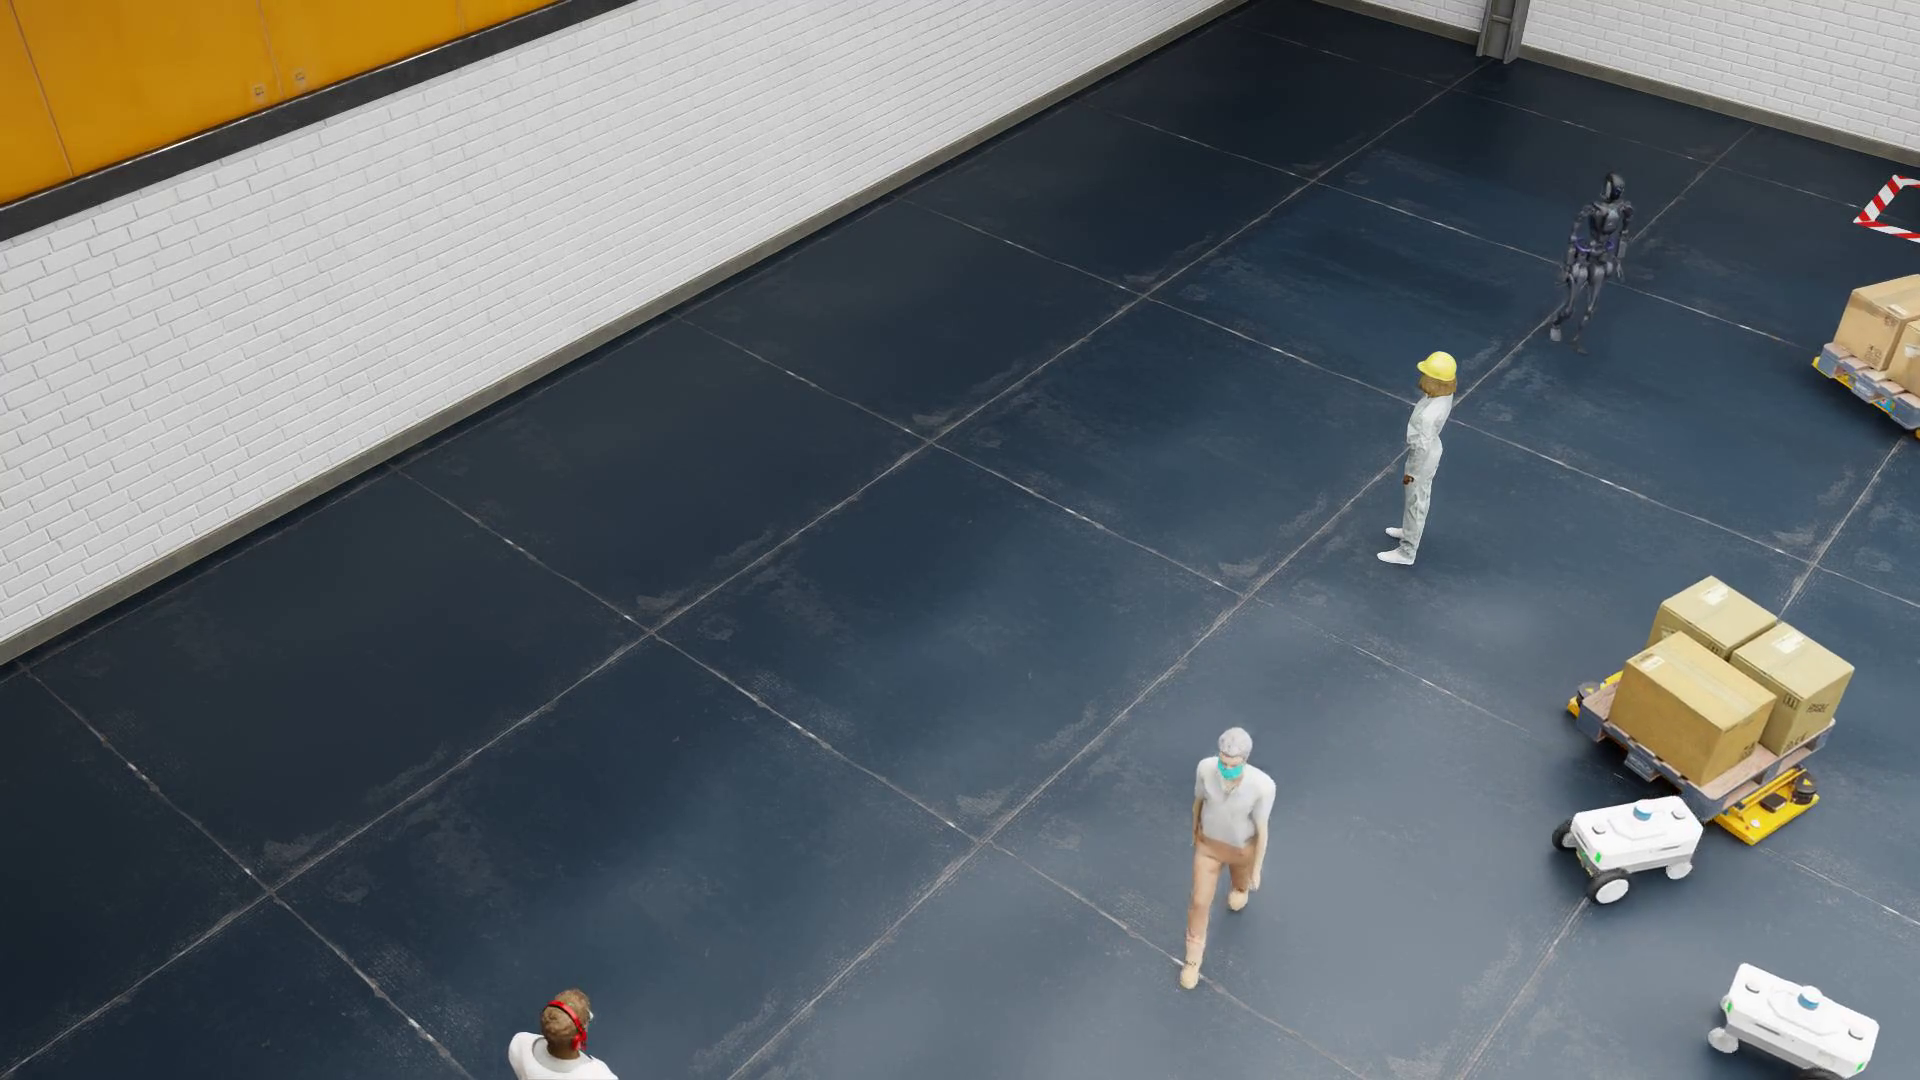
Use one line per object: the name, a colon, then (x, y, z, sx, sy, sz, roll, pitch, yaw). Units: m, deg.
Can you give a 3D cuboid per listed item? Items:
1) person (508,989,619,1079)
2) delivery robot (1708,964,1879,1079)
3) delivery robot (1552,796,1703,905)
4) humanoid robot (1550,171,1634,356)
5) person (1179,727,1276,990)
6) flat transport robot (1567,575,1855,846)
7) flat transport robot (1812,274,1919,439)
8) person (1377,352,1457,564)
person: (-1.738, 2.734, 7.650, 0.566, 1.832, 0.409, 17, 42, 20)
delivery robot: (4.434, 2.587, 8.836, 0.757, 0.580, 0.499, 23, 44, 26)
delivery robot: (3.960, 1.789, 9.853, 0.815, 0.614, 0.499, -8, 40, -10)
humanoid robot: (5.344, -2.367, 14.121, 0.610, 1.646, 0.453, -9, 40, -11)
person: (1.488, 1.623, 9.125, 0.465, 1.717, 0.865, 16, 42, 19)
flat transport robot: (4.684, 1.318, 10.650, 0.659, 0.231, 1.431, -22, 44, -25)
flat transport robot: (7.879, -1.222, 13.803, 0.659, 0.231, 1.431, -14, 41, -17)
person: (3.274, -0.593, 11.845, 0.292, 1.746, 0.486, 16, 41, 19)
